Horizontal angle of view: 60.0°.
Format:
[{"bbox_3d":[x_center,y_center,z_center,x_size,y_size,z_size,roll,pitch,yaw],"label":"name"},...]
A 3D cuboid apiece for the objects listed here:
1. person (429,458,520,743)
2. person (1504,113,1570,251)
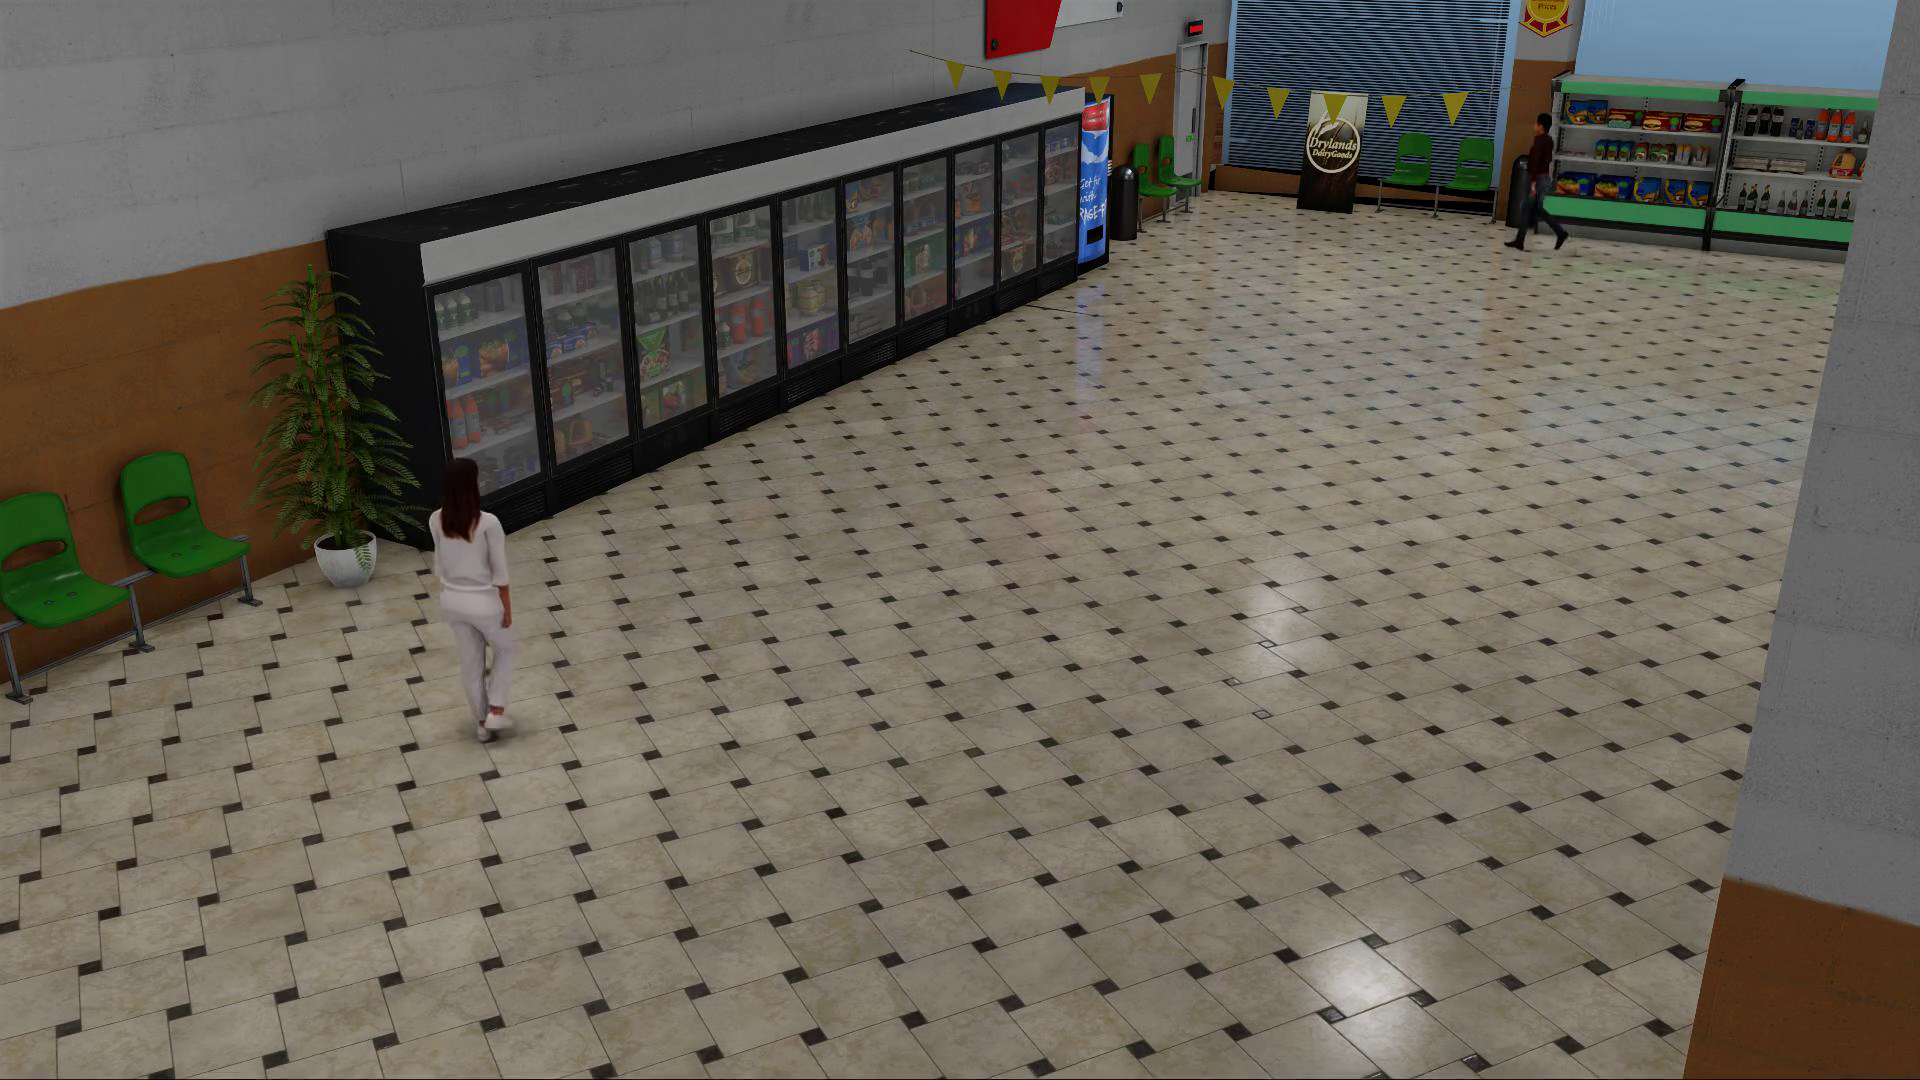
[{"bbox_3d":[-2.724,0.375,9.230,0.652,1.680,0.755,3,22,7],"label":"person"},{"bbox_3d":[7.549,-4.595,21.489,1.100,1.761,0.788,18,28,37],"label":"person"}]
